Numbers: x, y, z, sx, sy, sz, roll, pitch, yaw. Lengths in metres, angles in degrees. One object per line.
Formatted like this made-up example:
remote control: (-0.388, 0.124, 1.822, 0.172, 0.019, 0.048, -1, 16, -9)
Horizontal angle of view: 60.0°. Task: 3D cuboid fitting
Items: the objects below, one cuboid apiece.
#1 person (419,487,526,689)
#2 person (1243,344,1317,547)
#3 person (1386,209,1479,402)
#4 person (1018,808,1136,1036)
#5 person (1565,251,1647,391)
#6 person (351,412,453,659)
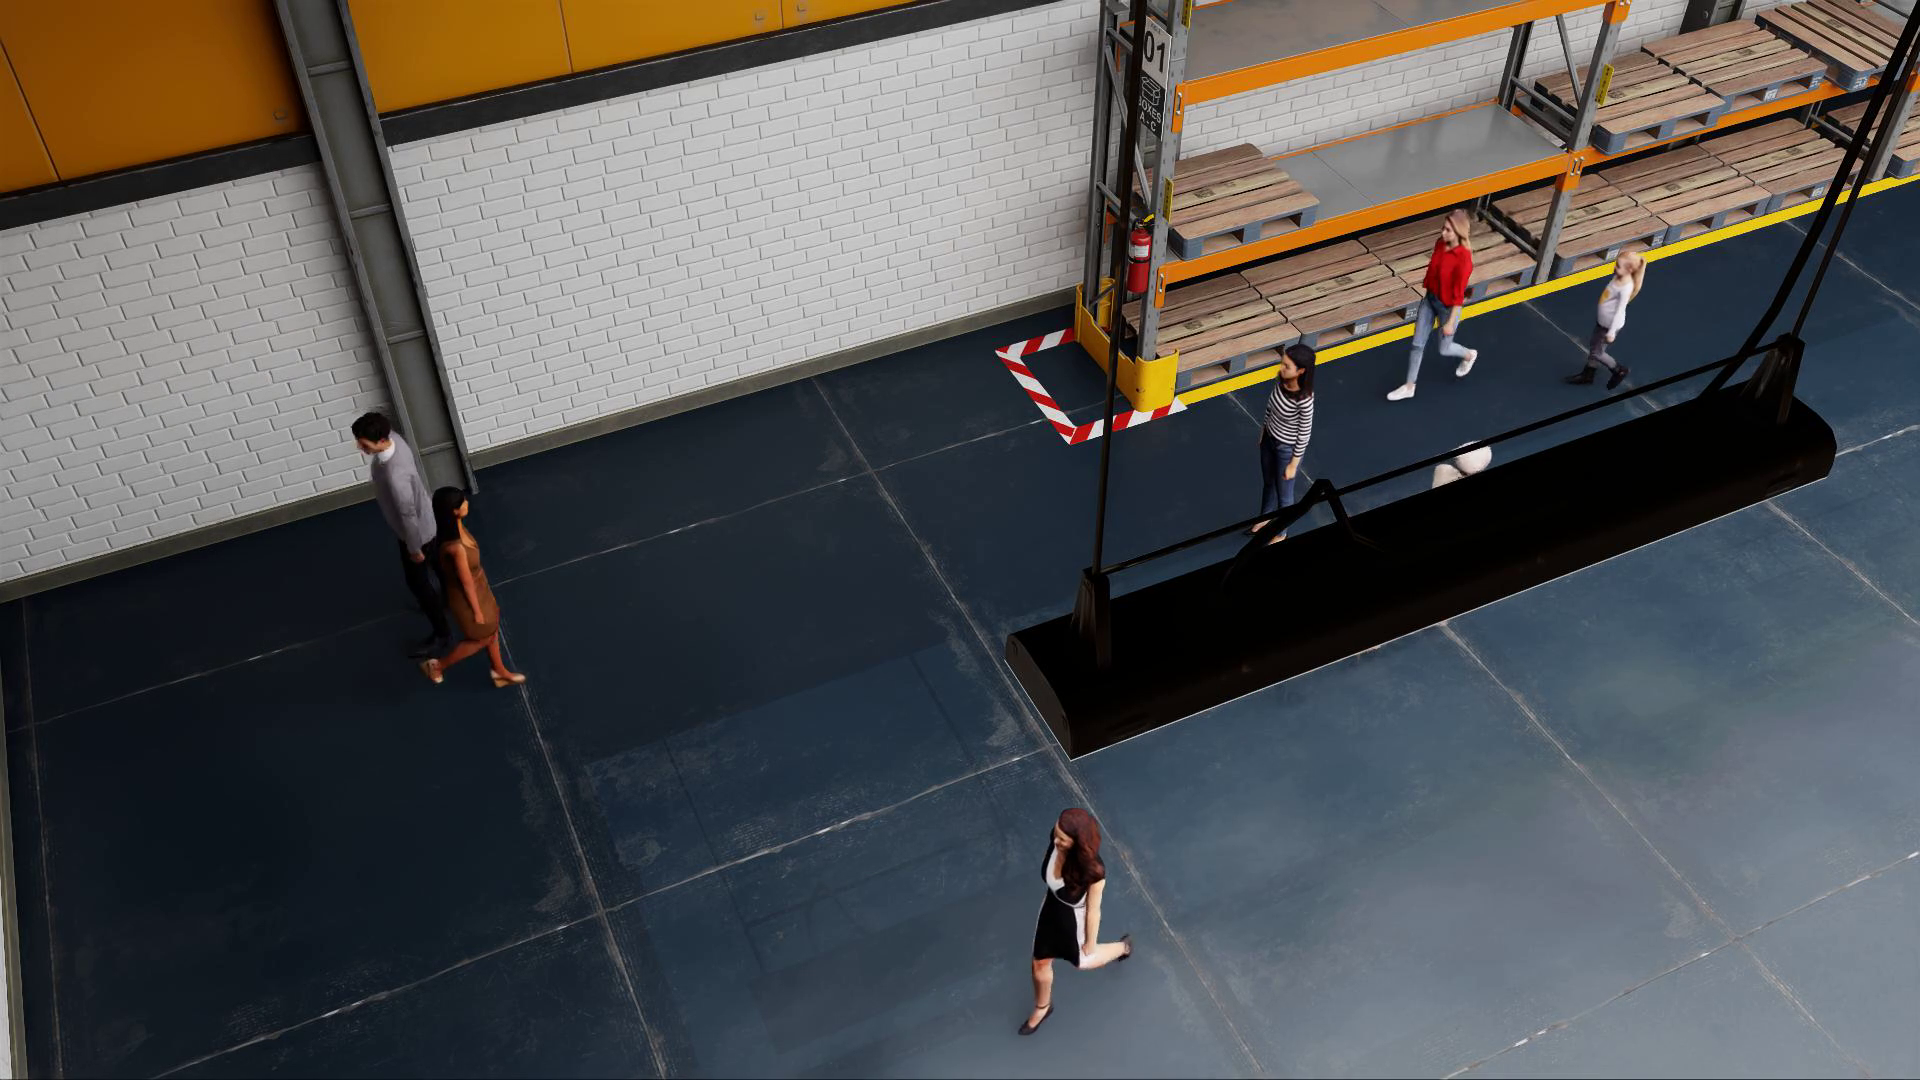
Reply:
person: (-3.213, 0.382, 10.633, 0.894, 1.663, 0.676, -11, 45, -11)
person: (2.253, -0.633, 11.602, 0.472, 1.797, 0.578, -17, 46, -17)
person: (3.806, -1.813, 12.923, 1.012, 1.684, 0.617, -16, 46, -16)
person: (0.654, 1.997, 8.862, 1.104, 1.769, 0.740, -27, 50, -26)
person: (5.183, -1.714, 13.117, 0.776, 1.272, 0.679, 5, 44, 5)
person: (-3.623, -0.122, 10.984, 0.678, 1.909, 0.804, -9, 44, -10)
